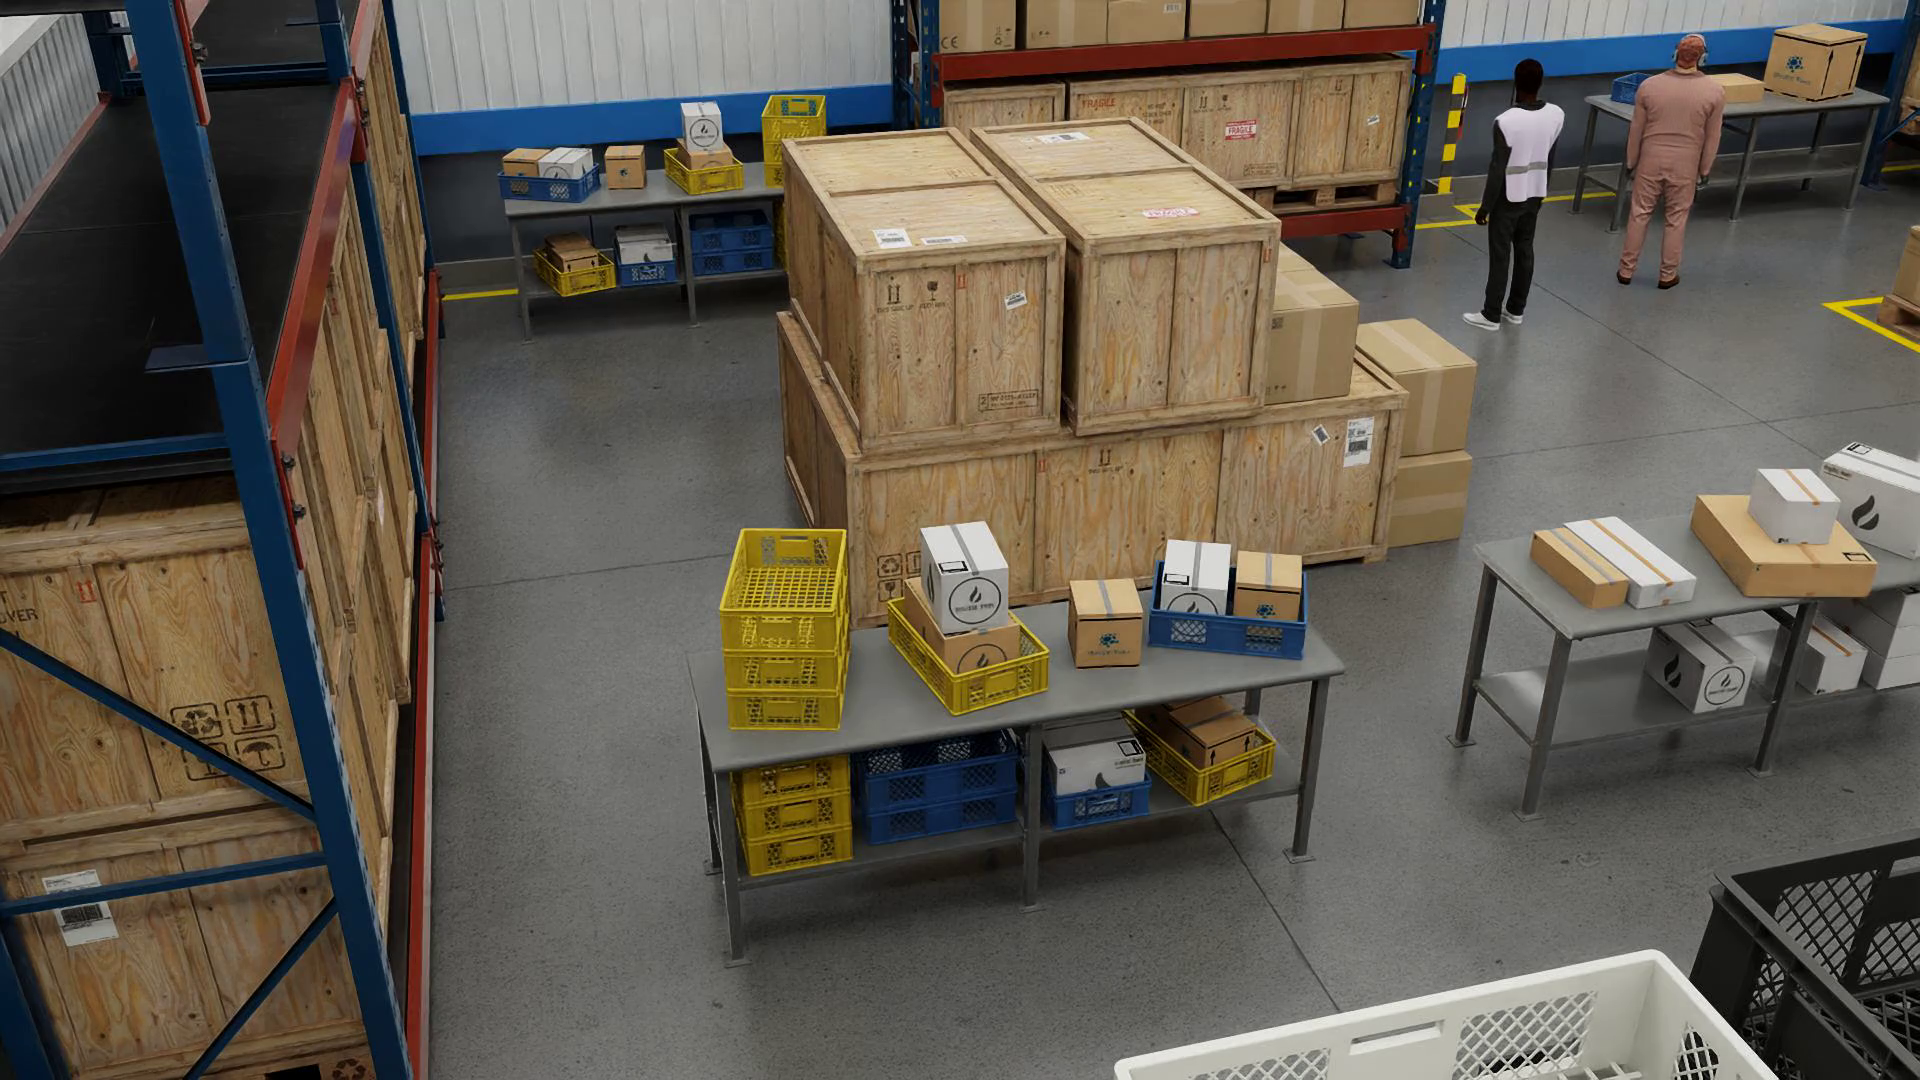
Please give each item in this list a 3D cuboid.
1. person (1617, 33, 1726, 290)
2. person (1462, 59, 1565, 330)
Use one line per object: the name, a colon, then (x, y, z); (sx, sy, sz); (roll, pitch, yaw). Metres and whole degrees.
person: (5.362, -2.852, 12.582); (0.643, 1.908, 0.410); (13, 32, 23)
person: (3.945, -2.423, 11.822); (0.587, 1.891, 0.387); (-14, 32, -23)
